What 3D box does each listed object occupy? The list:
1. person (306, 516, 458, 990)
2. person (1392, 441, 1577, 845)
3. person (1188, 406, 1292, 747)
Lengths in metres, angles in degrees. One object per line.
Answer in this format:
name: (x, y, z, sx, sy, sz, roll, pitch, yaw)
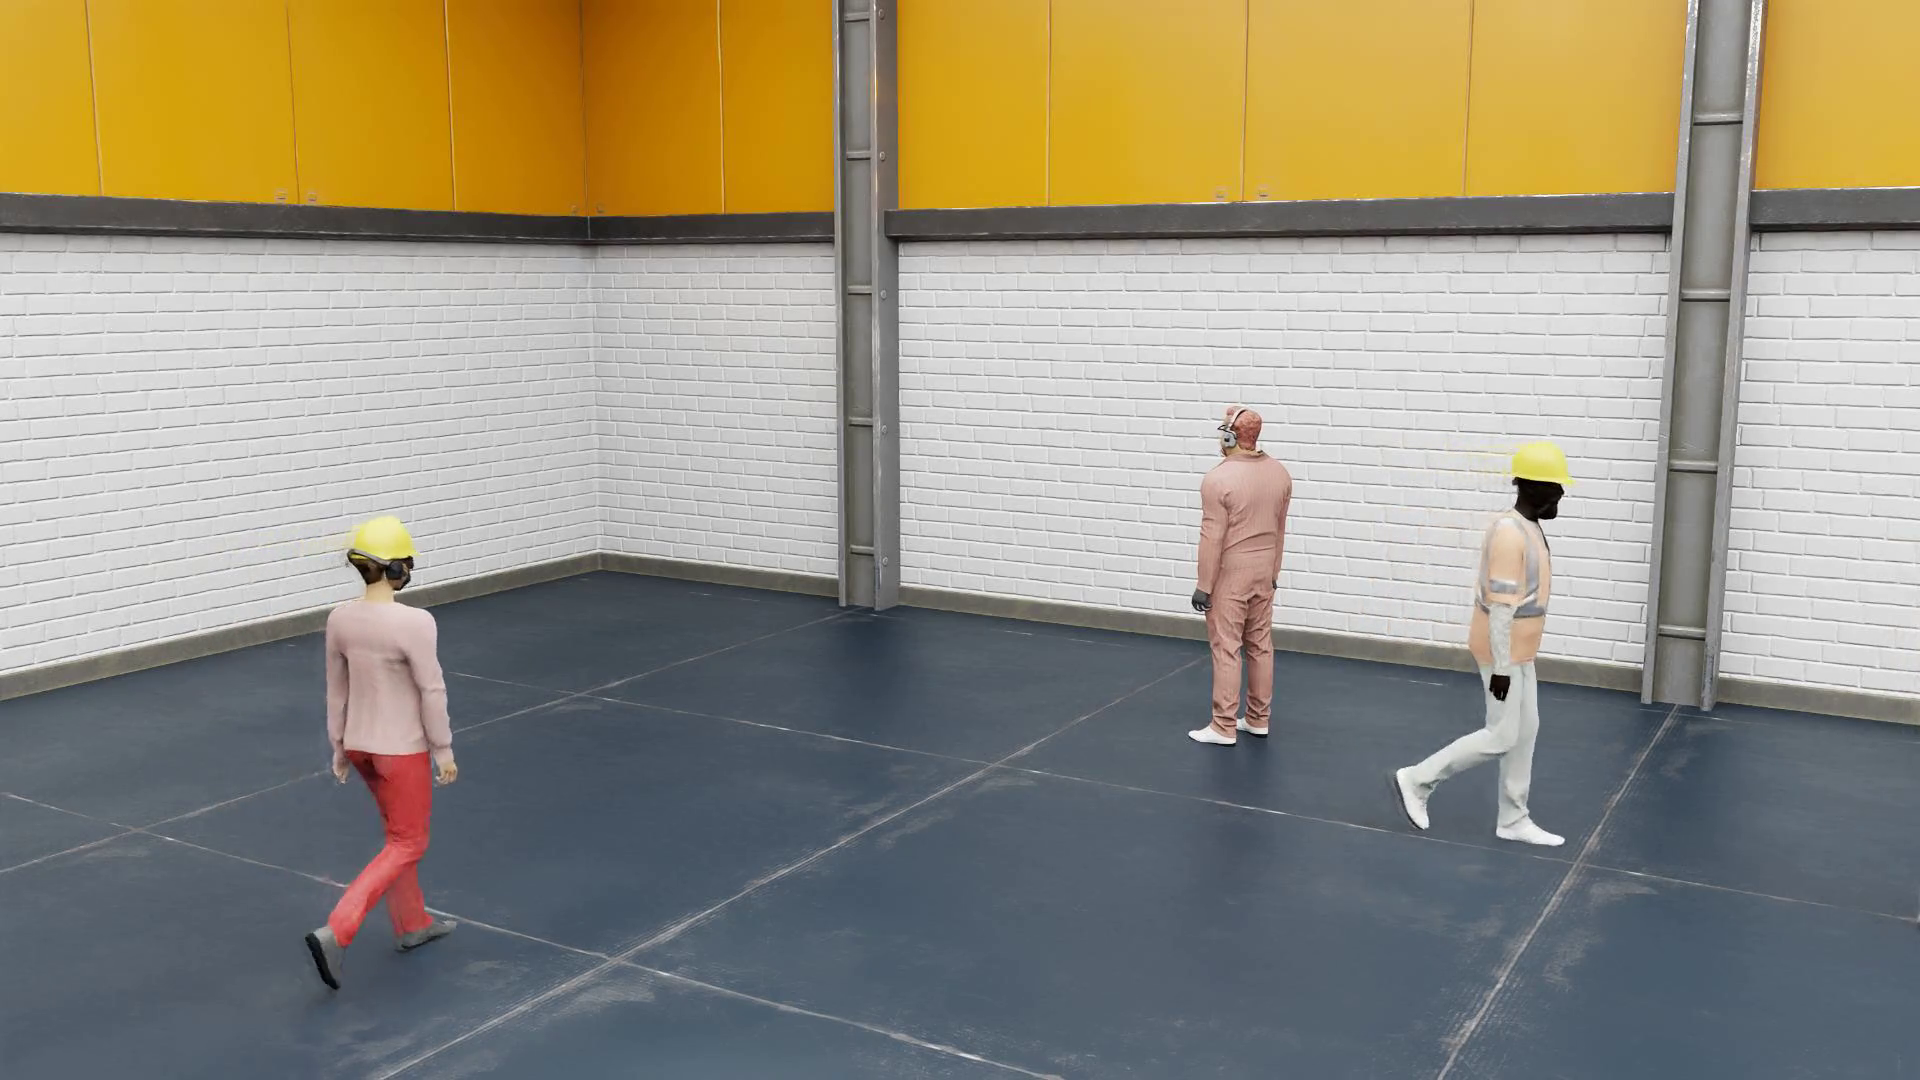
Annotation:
person: (-2.198, 0.785, 6.254, 0.527, 1.742, 0.725, 5, 11, 30)
person: (2.445, 0.481, 7.684, 0.683, 1.905, 0.589, 5, 10, 27)
person: (1.552, 0.203, 9.361, 0.643, 1.913, 0.410, -7, 11, -37)
